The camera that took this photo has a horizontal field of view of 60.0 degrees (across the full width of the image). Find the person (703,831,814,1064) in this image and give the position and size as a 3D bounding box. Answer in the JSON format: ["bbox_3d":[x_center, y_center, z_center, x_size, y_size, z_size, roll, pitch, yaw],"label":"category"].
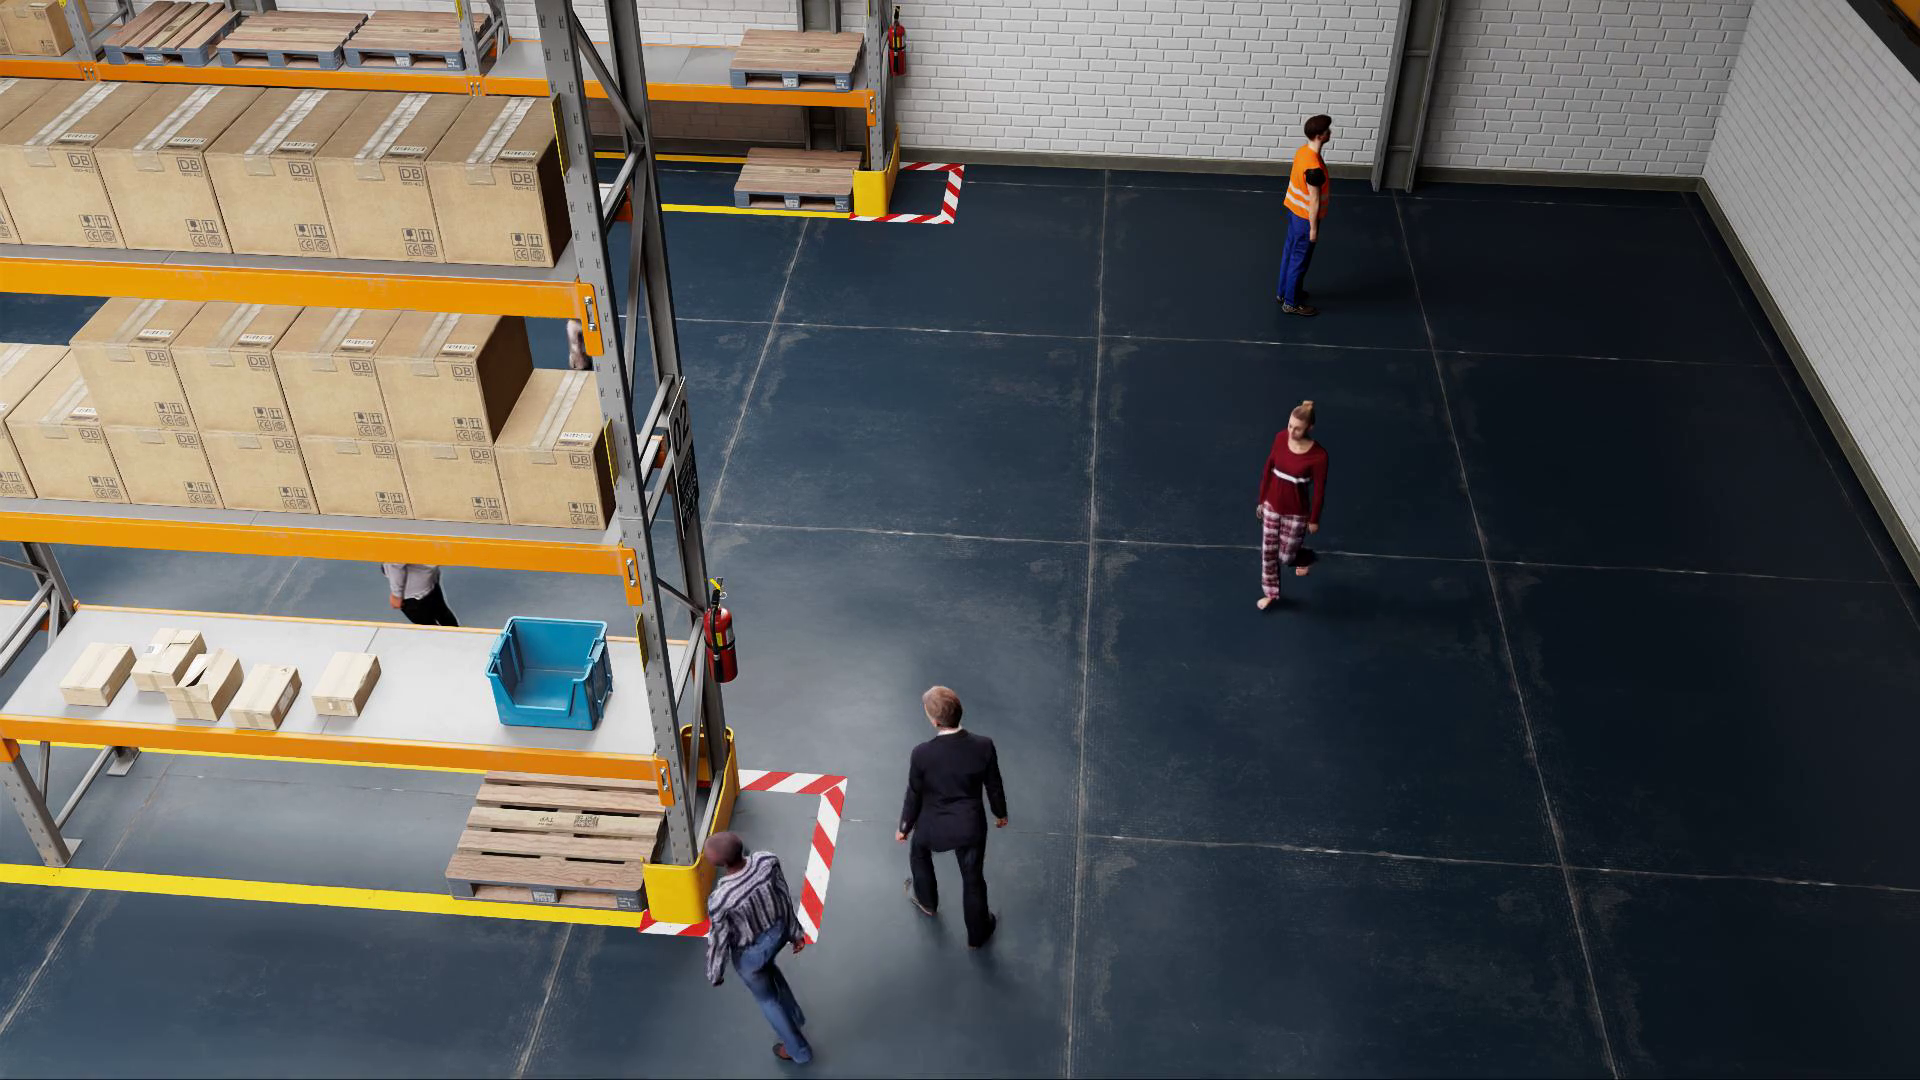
[{"bbox_3d":[-0.985,2.166,8.711,0.864,1.755,0.808,30,48,32],"label":"person"}]

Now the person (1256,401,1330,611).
[{"bbox_3d":[2.365,-0.259,11.806,0.866,1.681,0.909,29,47,32],"label":"person"}]

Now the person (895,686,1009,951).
[{"bbox_3d":[-0.056,1.614,9.374,0.883,1.789,0.999,-2,39,-3],"label":"person"}]

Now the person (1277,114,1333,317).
[{"bbox_3d":[3.106,-2.936,14.989,0.676,1.892,0.711,-3,39,-4],"label":"person"}]
